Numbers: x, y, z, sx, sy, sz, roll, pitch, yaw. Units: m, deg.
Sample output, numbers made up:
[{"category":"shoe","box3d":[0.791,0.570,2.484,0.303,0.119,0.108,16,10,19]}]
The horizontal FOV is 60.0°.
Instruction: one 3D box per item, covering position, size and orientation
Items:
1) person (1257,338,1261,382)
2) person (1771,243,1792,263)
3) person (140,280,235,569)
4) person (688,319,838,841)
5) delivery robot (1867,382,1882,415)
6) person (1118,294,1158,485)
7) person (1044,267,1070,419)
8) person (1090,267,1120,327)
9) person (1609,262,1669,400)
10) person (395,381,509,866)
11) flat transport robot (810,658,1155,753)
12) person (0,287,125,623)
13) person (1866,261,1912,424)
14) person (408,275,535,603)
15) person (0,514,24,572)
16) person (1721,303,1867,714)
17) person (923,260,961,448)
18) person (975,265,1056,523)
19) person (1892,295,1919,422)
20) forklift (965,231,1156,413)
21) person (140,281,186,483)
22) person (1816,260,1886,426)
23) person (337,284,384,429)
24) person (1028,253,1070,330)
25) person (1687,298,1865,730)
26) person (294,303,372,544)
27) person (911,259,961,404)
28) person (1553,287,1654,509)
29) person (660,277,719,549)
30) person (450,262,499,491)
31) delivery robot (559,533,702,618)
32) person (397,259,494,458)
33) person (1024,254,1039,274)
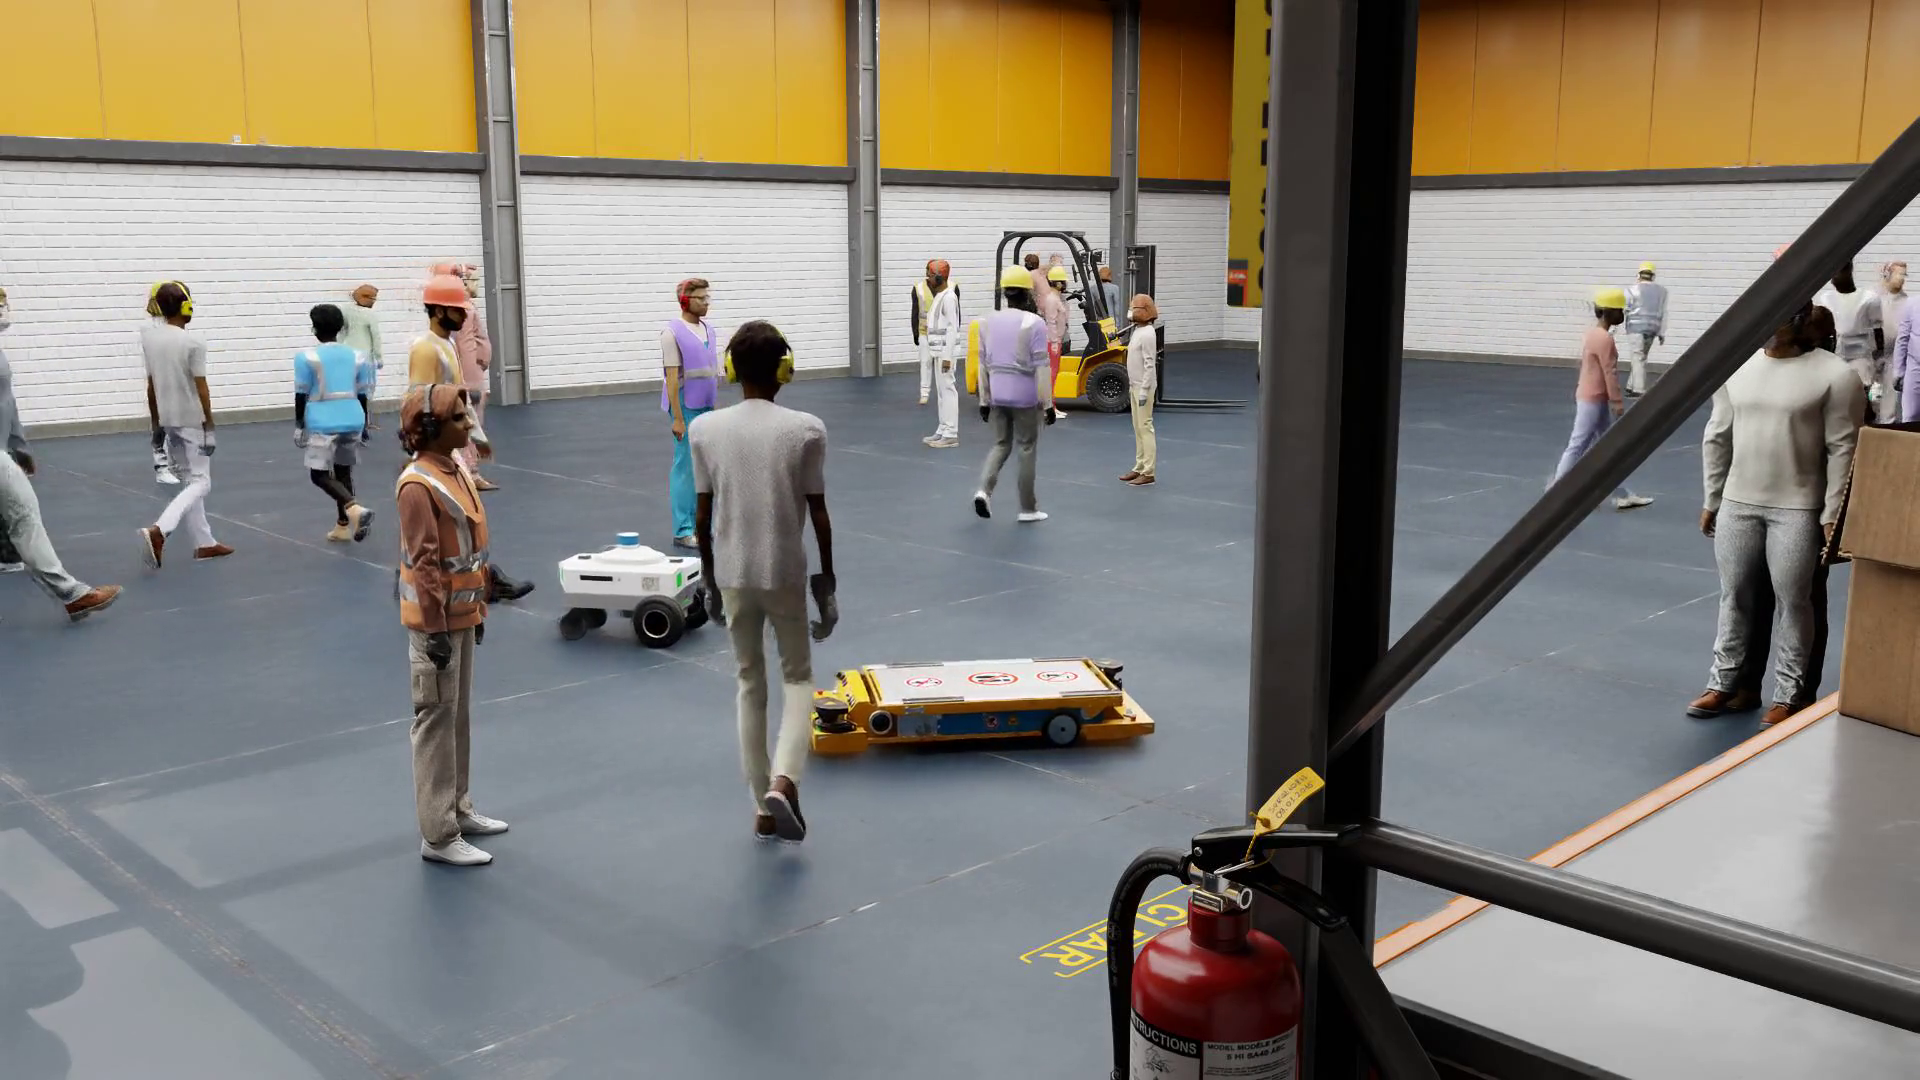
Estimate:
[{"category":"person","box3d":[3.005,-1.568,14.854,0.669,1.980,0.443,4,11,22]},{"category":"person","box3d":[8.830,-2.162,17.934,0.381,2.042,0.604,4,11,22]},{"category":"person","box3d":[-5.040,-0.736,10.710,0.513,1.846,0.762,4,11,20]},{"category":"person","box3d":[-0.684,0.169,5.773,0.510,1.848,0.495,0,10,3]},{"category":"delivery robot","box3d":[10.235,-1.623,18.795,0.477,0.478,0.707,-1,10,-4]},{"category":"person","box3d":[1.544,-1.288,14.270,0.280,1.636,0.501,-1,10,-7]},{"category":"person","box3d":[1.126,-2.306,19.471,0.310,1.768,0.533,1,10,7]},{"category":"person","box3d":[2.285,-3.515,26.418,0.501,1.633,0.286,3,11,16]},{"category":"person","box3d":[8.859,-2.739,21.803,0.705,1.772,0.867,-2,11,-8]},{"category":"person","box3d":[-1.760,0.281,5.698,0.307,1.644,0.514,-1,10,-4]},{"category":"flat transport robot","box3d":[0.062,0.696,7.179,1.431,0.197,0.652,-2,11,-9]},{"category":"person","box3d":[-5.135,-0.458,9.031,0.976,1.893,0.661,-4,11,-23]},{"category":"person","box3d":[9.534,-1.964,17.295,0.638,1.879,0.830,0,10,-2]},{"category":"person","box3d":[-2.873,-0.573,9.652,0.910,1.897,0.560,-1,10,-8]},{"category":"person","box3d":[-6.323,-0.670,10.256,0.869,1.877,0.600,-6,12,-30]},{"category":"person","box3d":[3.639,-0.110,7.284,0.345,1.844,0.507,-9,14,-40]},{"category":"person","box3d":[-0.174,-1.876,16.798,0.357,1.885,0.573,-2,11,-10]},{"category":"person","box3d":[0.414,-1.059,12.250,0.607,1.915,0.582,8,13,38]},{"category":"person","box3d":[8.432,-1.447,14.400,0.648,1.907,0.409,7,13,34]},{"category":"forklift","box3d":[1.222,-2.721,20.561,2.313,2.155,1.214,2,11,13]},{"category":"person","box3d":[-6.839,-1.367,14.413,0.297,1.744,0.487,2,11,12]},{"category":"person","box3d":[8.841,-1.859,16.592,0.466,1.923,0.645,-9,14,-41]},{"category":"person","box3d":[-6.659,-2.018,18.361,0.659,1.596,0.372,4,11,21]},{"category":"person","box3d":[1.296,-3.288,24.562,0.712,1.870,0.397,-5,11,-23]},{"category":"person","box3d":[3.512,-0.139,7.188,0.369,1.935,0.630,-9,14,-40]},{"category":"person","box3d":[-4.228,-0.774,11.332,0.607,1.675,0.542,8,13,38]},{"category":"person","box3d":[-0.300,-2.622,21.020,0.627,1.836,0.430,0,10,0]},{"category":"person","box3d":[4.966,-1.052,12.722,0.865,1.729,0.525,3,11,15]},{"category":"person","box3d":[-1.842,-0.873,11.428,0.389,1.849,0.567,4,11,20]},{"category":"person","box3d":[-4.129,-1.366,13.967,0.403,1.905,0.652,-5,12,-27]},{"category":"delivery robot","box3d":[-1.749,0.204,8.828,0.707,0.478,0.477,2,11,11]},{"category":"person","box3d":[-4.897,-1.692,15.719,0.804,1.918,0.553,-3,11,-17]},{"category":"person","box3d":[1.111,-3.545,26.022,0.429,1.844,0.627,6,12,28]}]
